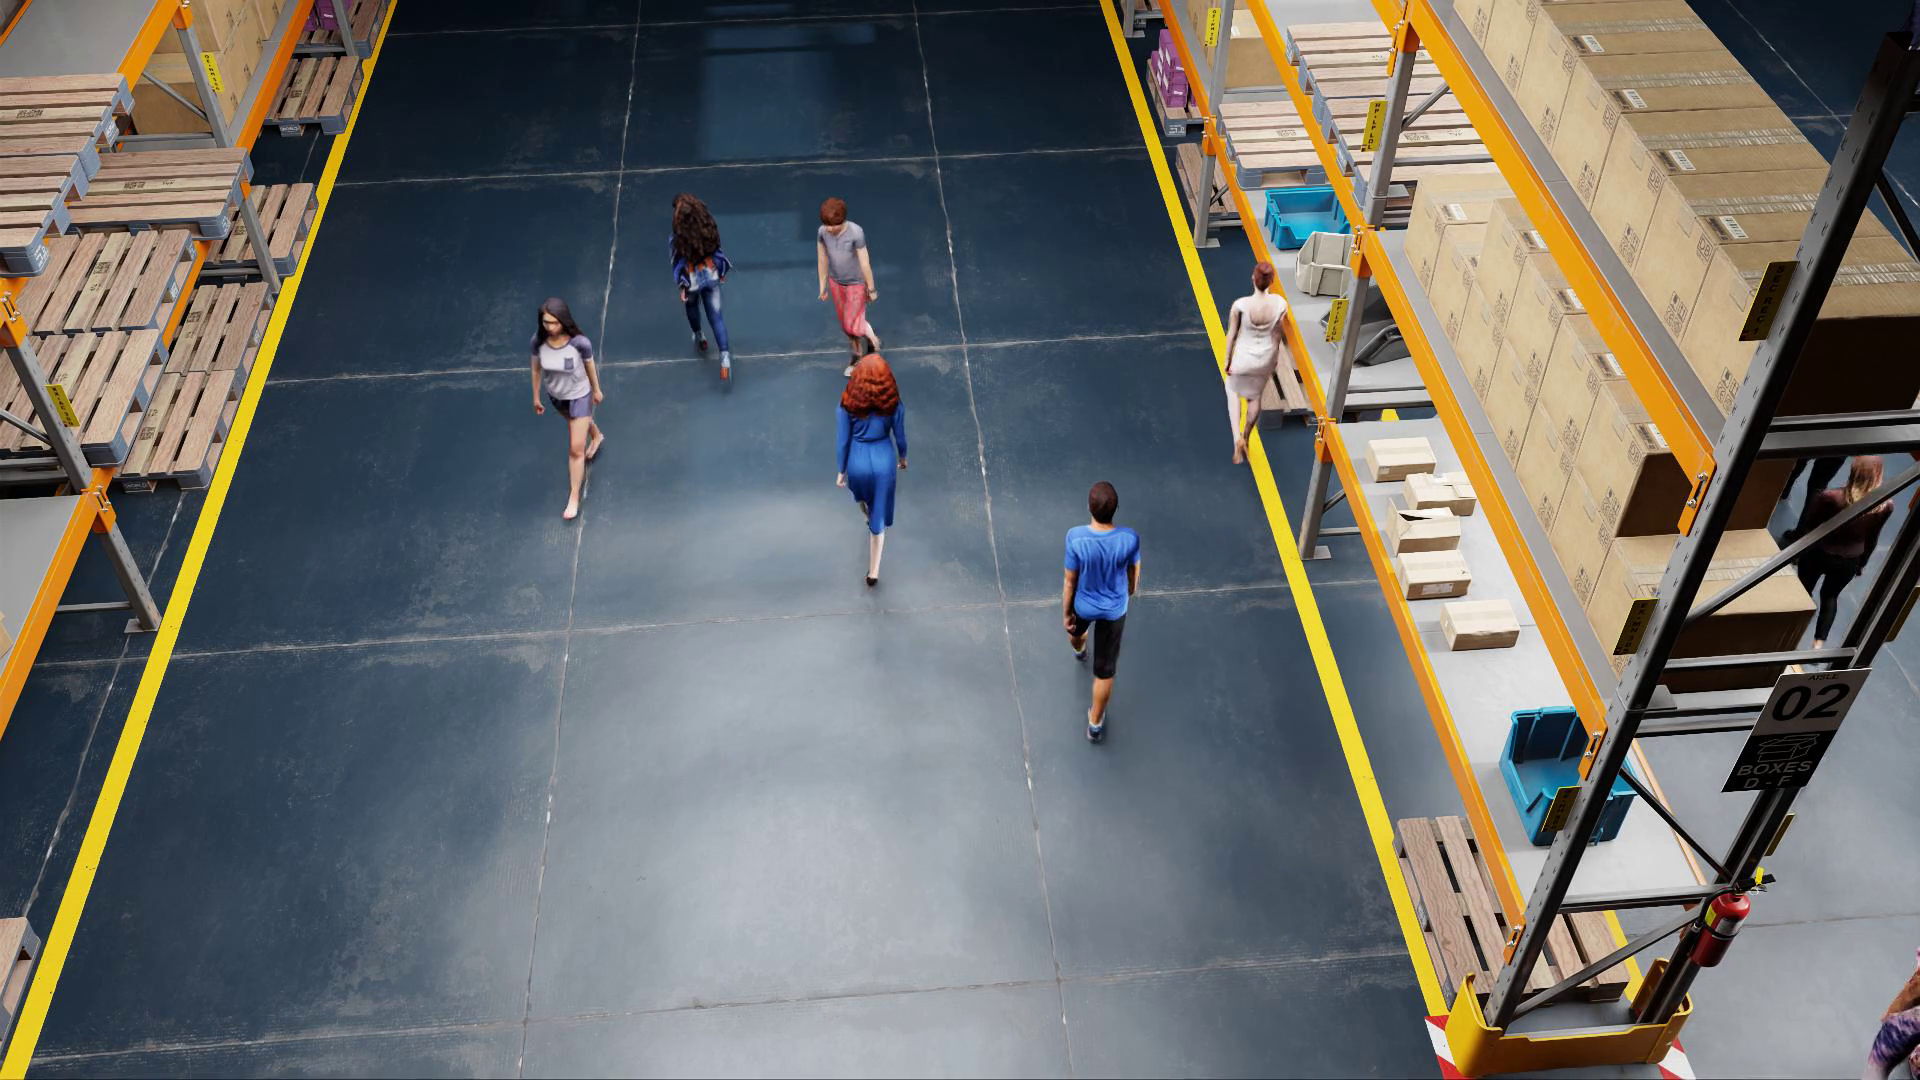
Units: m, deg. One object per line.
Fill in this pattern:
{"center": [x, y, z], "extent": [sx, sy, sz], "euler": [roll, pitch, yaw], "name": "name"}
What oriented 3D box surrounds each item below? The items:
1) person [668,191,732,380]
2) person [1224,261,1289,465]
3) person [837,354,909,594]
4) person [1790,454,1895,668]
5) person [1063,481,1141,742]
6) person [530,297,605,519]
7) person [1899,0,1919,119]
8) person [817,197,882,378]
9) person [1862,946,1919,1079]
{"center": [-2.005, -1.963, 13.006], "extent": [0.883, 1.584, 1.153], "euler": [-17, 46, -17], "name": "person"}
{"center": [2.134, -1.224, 12.088], "extent": [0.609, 1.782, 0.772], "euler": [1, 44, 1], "name": "person"}
{"center": [-0.604, -0.378, 11.198], "extent": [0.699, 1.784, 1.069], "euler": [-1, 44, -1], "name": "person"}
{"center": [5.603, 0.179, 10.682], "extent": [0.779, 1.688, 0.912], "euler": [10, 45, 11], "name": "person"}
{"center": [0.858, 0.492, 10.258], "extent": [0.780, 1.820, 1.222], "euler": [4, 44, 5], "name": "person"}
{"center": [-2.794, -1.091, 12.046], "extent": [0.844, 1.646, 1.231], "euler": [8, 44, 9], "name": "person"}
{"center": [9.160, -4.789, 15.908], "extent": [0.775, 1.674, 0.798], "euler": [-24, 49, -23], "name": "person"}
{"center": [-0.833, -2.041, 13.056], "extent": [0.781, 1.629, 0.839], "euler": [17, 46, 17], "name": "person"}
{"center": [4.870, 2.370, 8.340], "extent": [0.872, 1.748, 0.749], "euler": [-9, 44, -9], "name": "person"}
